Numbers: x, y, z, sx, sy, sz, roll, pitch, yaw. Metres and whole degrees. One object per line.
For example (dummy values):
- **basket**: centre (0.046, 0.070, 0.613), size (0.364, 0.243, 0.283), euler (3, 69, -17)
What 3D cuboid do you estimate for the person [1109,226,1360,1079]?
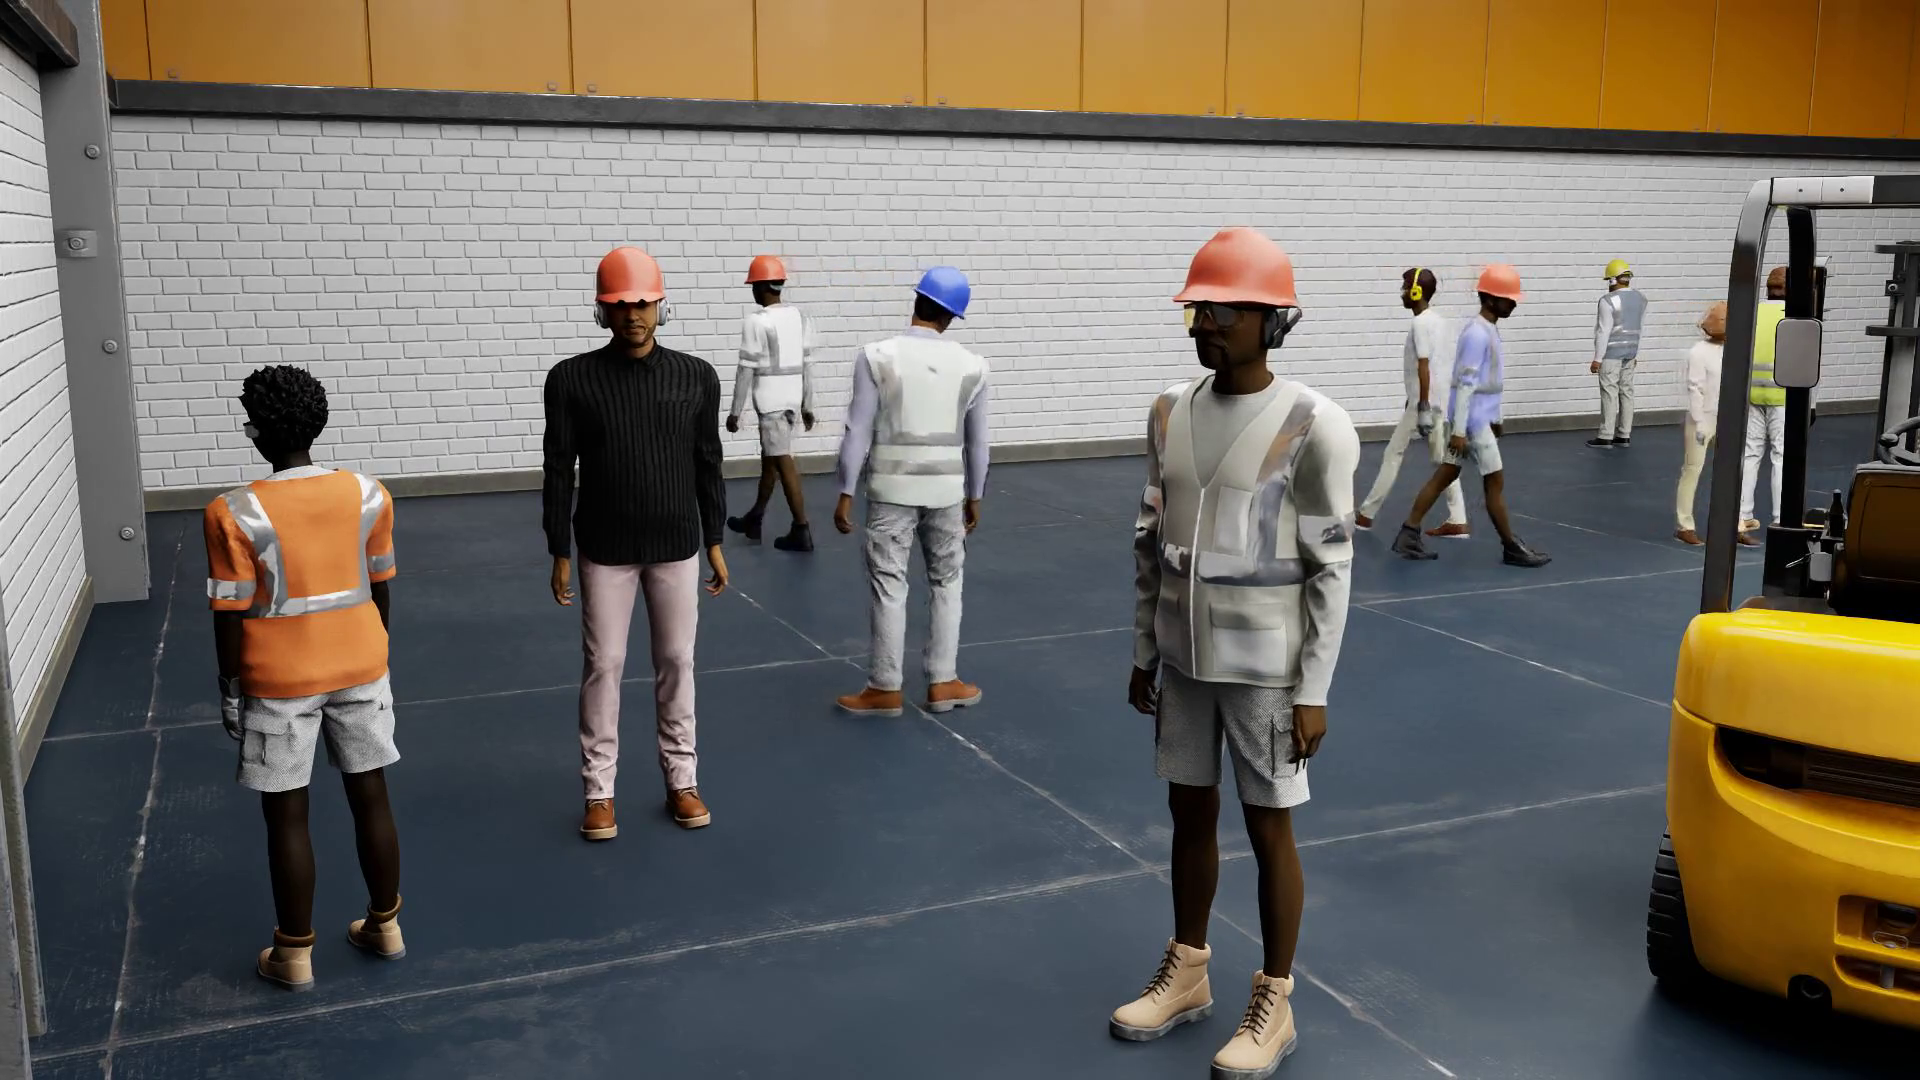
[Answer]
- **person**: centre (0.647, 0.281, 4.034), size (0.370, 2.048, 0.607), euler (-10, 14, -43)

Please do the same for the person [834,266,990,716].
- **person**: centre (-0.202, -0.187, 7.034), size (0.705, 1.907, 0.373), euler (-4, 11, -21)

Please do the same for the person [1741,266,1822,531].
- **person**: centre (5.559, -0.940, 11.347), size (0.429, 1.839, 0.623), euler (-7, 12, -34)

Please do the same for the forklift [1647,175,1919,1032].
- **forklift**: centre (2.810, 0.094, 4.662), size (1.214, 2.155, 2.313), euler (7, 12, 34)

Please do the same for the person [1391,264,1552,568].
- **person**: centre (3.165, -0.758, 10.276), size (0.970, 1.872, 0.629), euler (3, 11, 18)

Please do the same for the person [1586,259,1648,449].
- **person**: centre (6.335, -1.793, 16.086), size (0.589, 1.822, 0.403), euler (-5, 12, -28)

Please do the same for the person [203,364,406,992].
- **person**: centre (-1.762, 0.373, 4.514), size (0.320, 1.694, 0.531), euler (9, 14, 41)

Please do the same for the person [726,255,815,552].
- **person**: centre (-1.305, -0.892, 10.871), size (0.913, 1.899, 0.560), euler (7, 12, 34)

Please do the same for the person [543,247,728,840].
- **person**: centre (-1.086, 0.018, 5.628), size (0.622, 1.992, 0.394), euler (-4, 11, -21)

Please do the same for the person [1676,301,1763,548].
- **person**: centre (4.970, -0.737, 10.825), size (0.520, 1.612, 0.649), euler (-4, 11, -21)

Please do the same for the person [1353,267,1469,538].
- **person**: centre (3.063, -0.929, 11.335), size (0.971, 1.818, 0.544), euler (7, 12, 32)
